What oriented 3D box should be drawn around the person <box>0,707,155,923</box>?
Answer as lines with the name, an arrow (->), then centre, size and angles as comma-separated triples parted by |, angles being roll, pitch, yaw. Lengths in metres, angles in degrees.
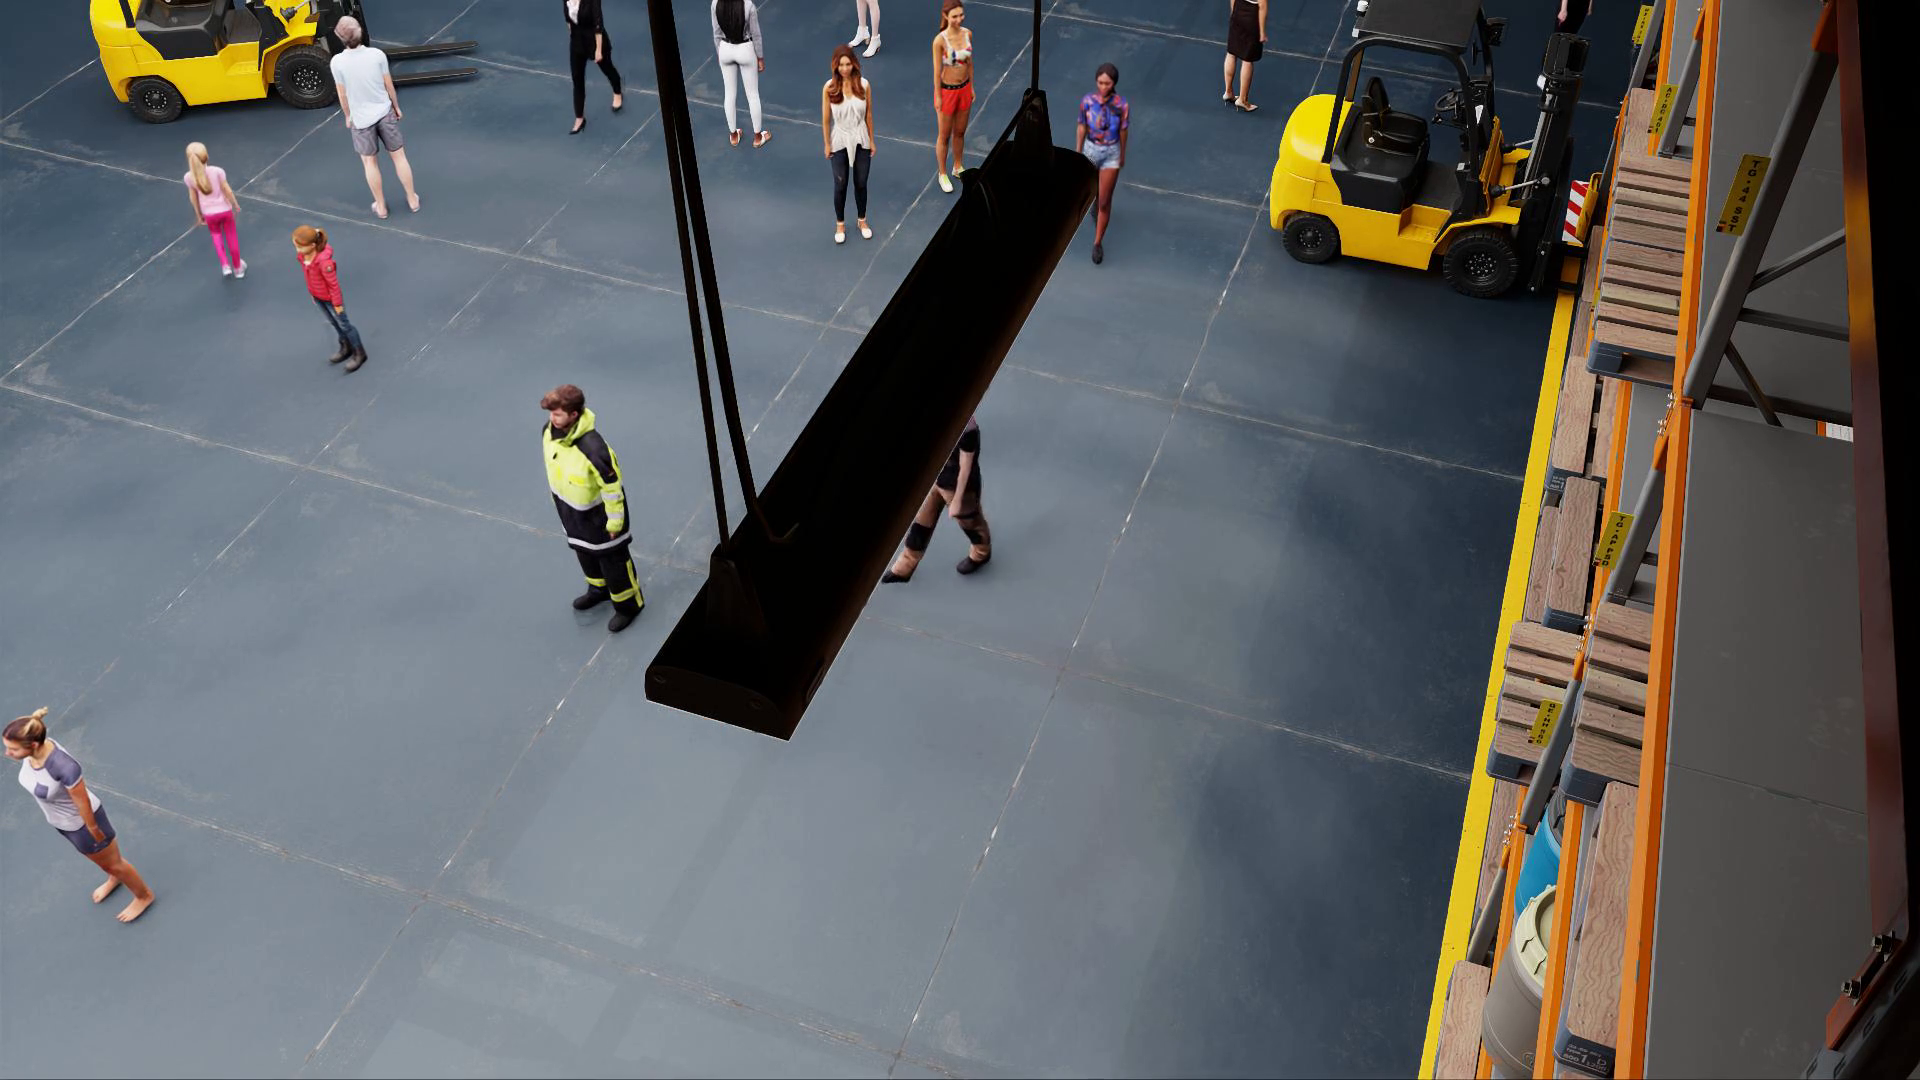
person -> -4.897, 1.512, 9.225 | 0.616, 1.621, 0.597 | 28, 50, 27

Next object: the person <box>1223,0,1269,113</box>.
person -> 2.736, -4.942, 15.904 | 0.719, 1.755, 0.699 | -26, 49, -24

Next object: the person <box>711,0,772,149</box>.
person -> -2.058, -4.481, 15.442 | 0.631, 1.724, 0.555 | 7, 44, 7

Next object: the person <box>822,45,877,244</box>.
person -> -0.949, -3.399, 14.262 | 0.683, 1.785, 0.705 | -10, 44, -10

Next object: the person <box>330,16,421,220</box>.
person -> -5.131, -3.685, 14.531 | 0.706, 1.829, 0.765 | -18, 46, -18

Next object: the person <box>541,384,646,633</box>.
person -> -2.390, -0.227, 10.792 | 0.854, 1.980, 0.788 | 30, 51, 28

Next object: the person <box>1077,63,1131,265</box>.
person -> 1.218, -3.303, 14.214 | 0.735, 1.712, 1.171 | 7, 44, 8

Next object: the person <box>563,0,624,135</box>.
person -> -3.454, -4.717, 15.773 | 0.618, 1.609, 1.054 | 15, 46, 15

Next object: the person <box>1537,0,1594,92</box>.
person -> 5.979, -5.232, 16.218 | 0.654, 1.741, 0.731 | -22, 48, -22

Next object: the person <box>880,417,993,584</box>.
person -> 0.030, -0.444, 11.150 | 1.222, 1.799, 1.064 | -27, 50, -25

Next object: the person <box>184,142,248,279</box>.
person -> -6.228, -2.737, 13.944 | 0.598, 1.266, 0.652 | -10, 44, -10

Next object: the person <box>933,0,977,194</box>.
person -> -0.063, -3.999, 14.887 | 0.660, 1.791, 0.741 | -26, 49, -25

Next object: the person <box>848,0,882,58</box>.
person -> -0.973, -5.793, 16.744 | 0.689, 1.828, 0.665 | -25, 49, -24

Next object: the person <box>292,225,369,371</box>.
person -> -4.951, -1.927, 13.062 | 0.554, 1.309, 0.567 | 28, 50, 26
